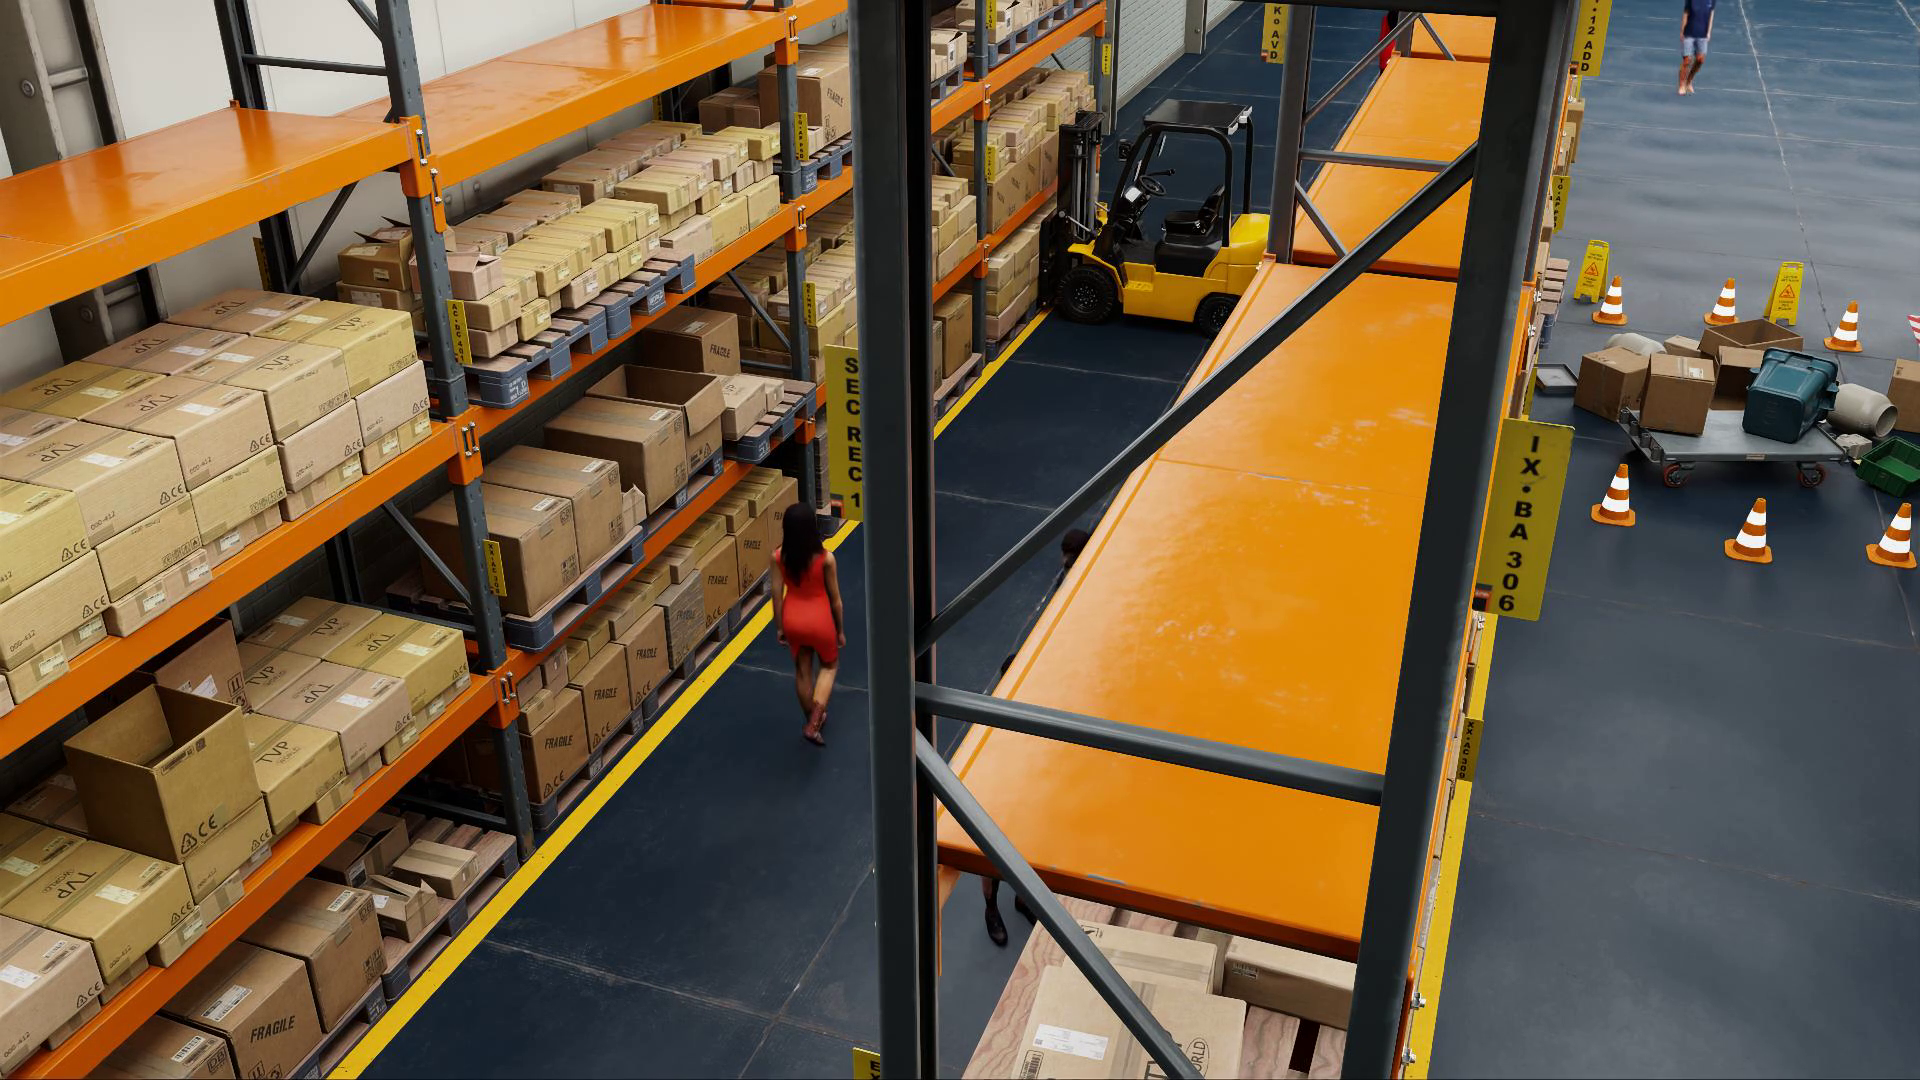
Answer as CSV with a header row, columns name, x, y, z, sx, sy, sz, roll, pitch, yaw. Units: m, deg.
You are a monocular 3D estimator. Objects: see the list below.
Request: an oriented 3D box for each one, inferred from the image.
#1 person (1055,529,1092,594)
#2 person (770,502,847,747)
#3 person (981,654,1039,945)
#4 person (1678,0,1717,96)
name,x,y,z,sx,sy,sz,roll,pitch,yaw
person,0.787,0.568,10.485,0.778,1.518,0.702,-3,28,-5
person,-0.946,0.576,10.265,0.683,1.711,0.841,5,28,9
person,0.295,1.349,8.803,0.684,1.721,0.749,-13,31,-23
person,11.536,-7.947,26.144,0.680,1.829,0.677,4,28,8
